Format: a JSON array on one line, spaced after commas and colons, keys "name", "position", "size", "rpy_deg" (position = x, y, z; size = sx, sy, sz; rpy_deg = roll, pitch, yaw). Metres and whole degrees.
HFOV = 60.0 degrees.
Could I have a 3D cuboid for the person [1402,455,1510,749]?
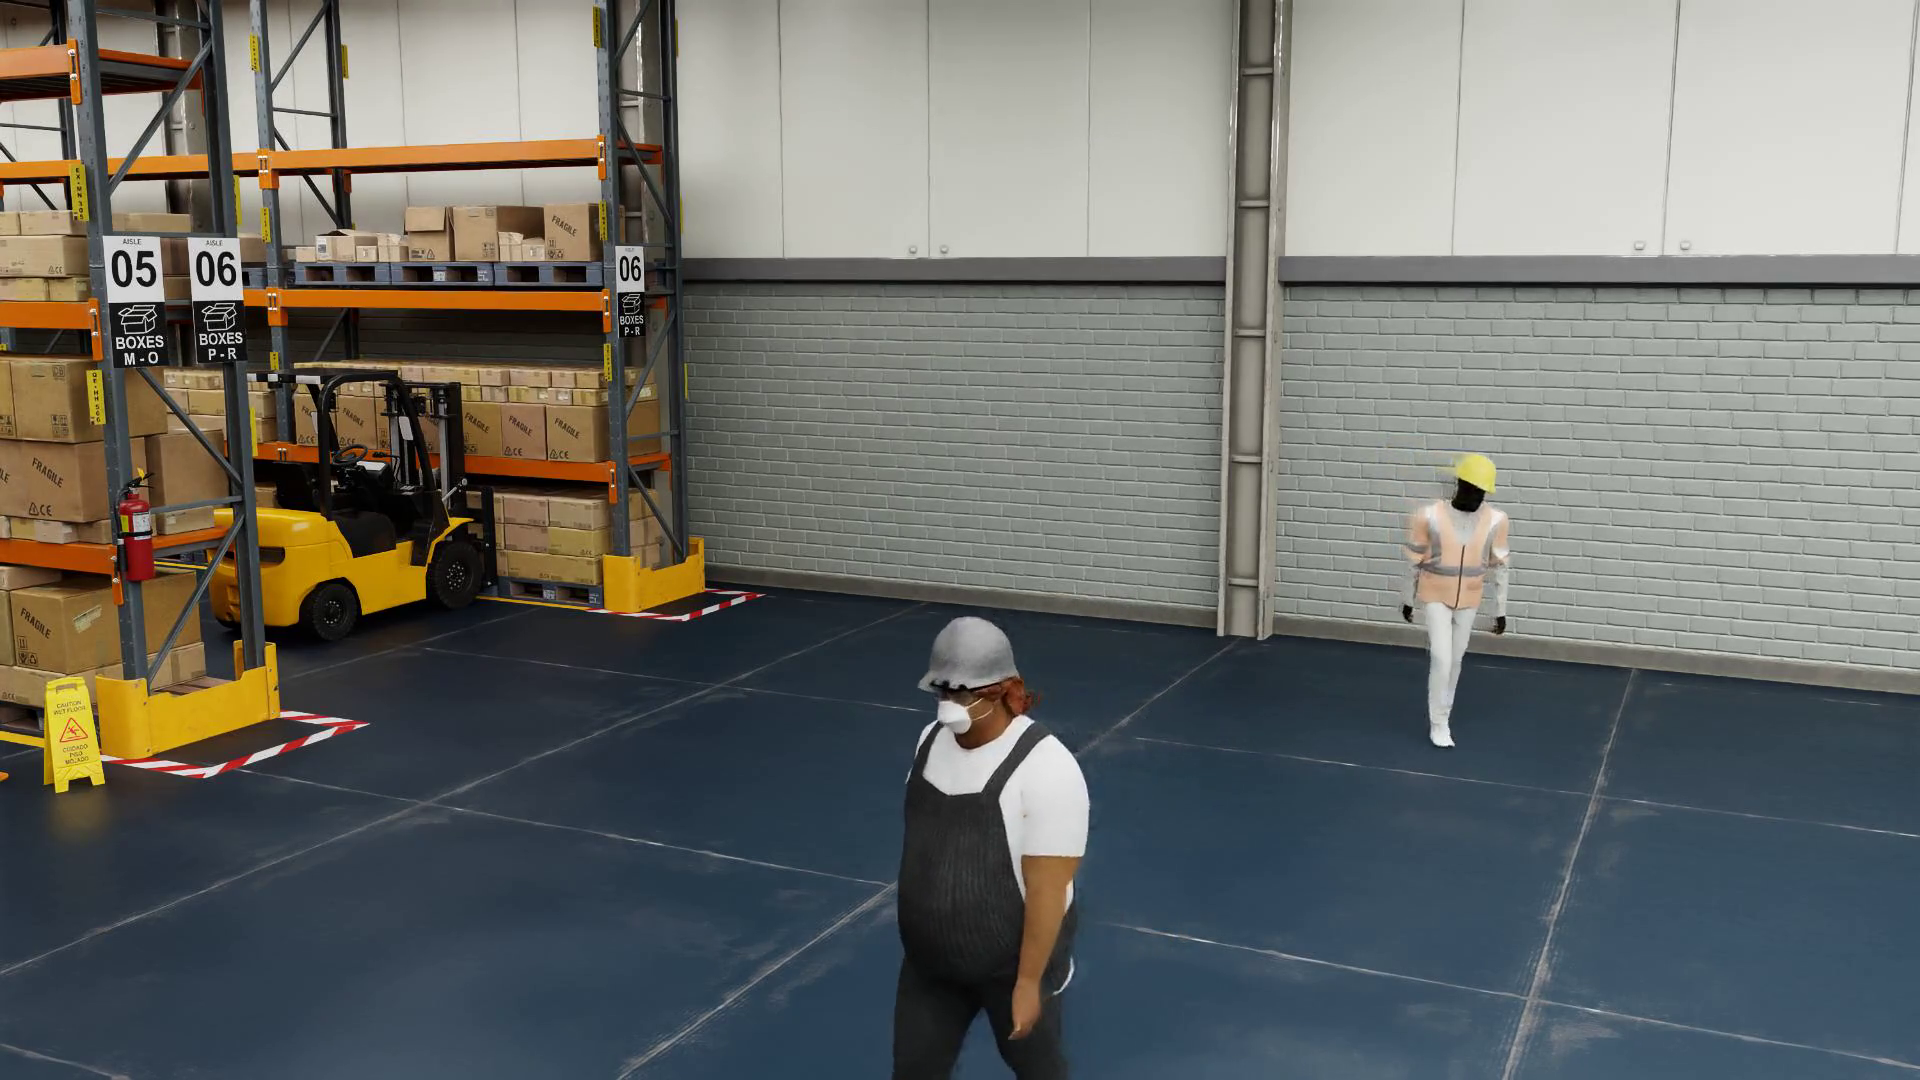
[{"name": "person", "position": [3.152, 0.384, 10.567], "size": [0.603, 1.876, 0.831], "rpy_deg": [0, 9, 0]}]
